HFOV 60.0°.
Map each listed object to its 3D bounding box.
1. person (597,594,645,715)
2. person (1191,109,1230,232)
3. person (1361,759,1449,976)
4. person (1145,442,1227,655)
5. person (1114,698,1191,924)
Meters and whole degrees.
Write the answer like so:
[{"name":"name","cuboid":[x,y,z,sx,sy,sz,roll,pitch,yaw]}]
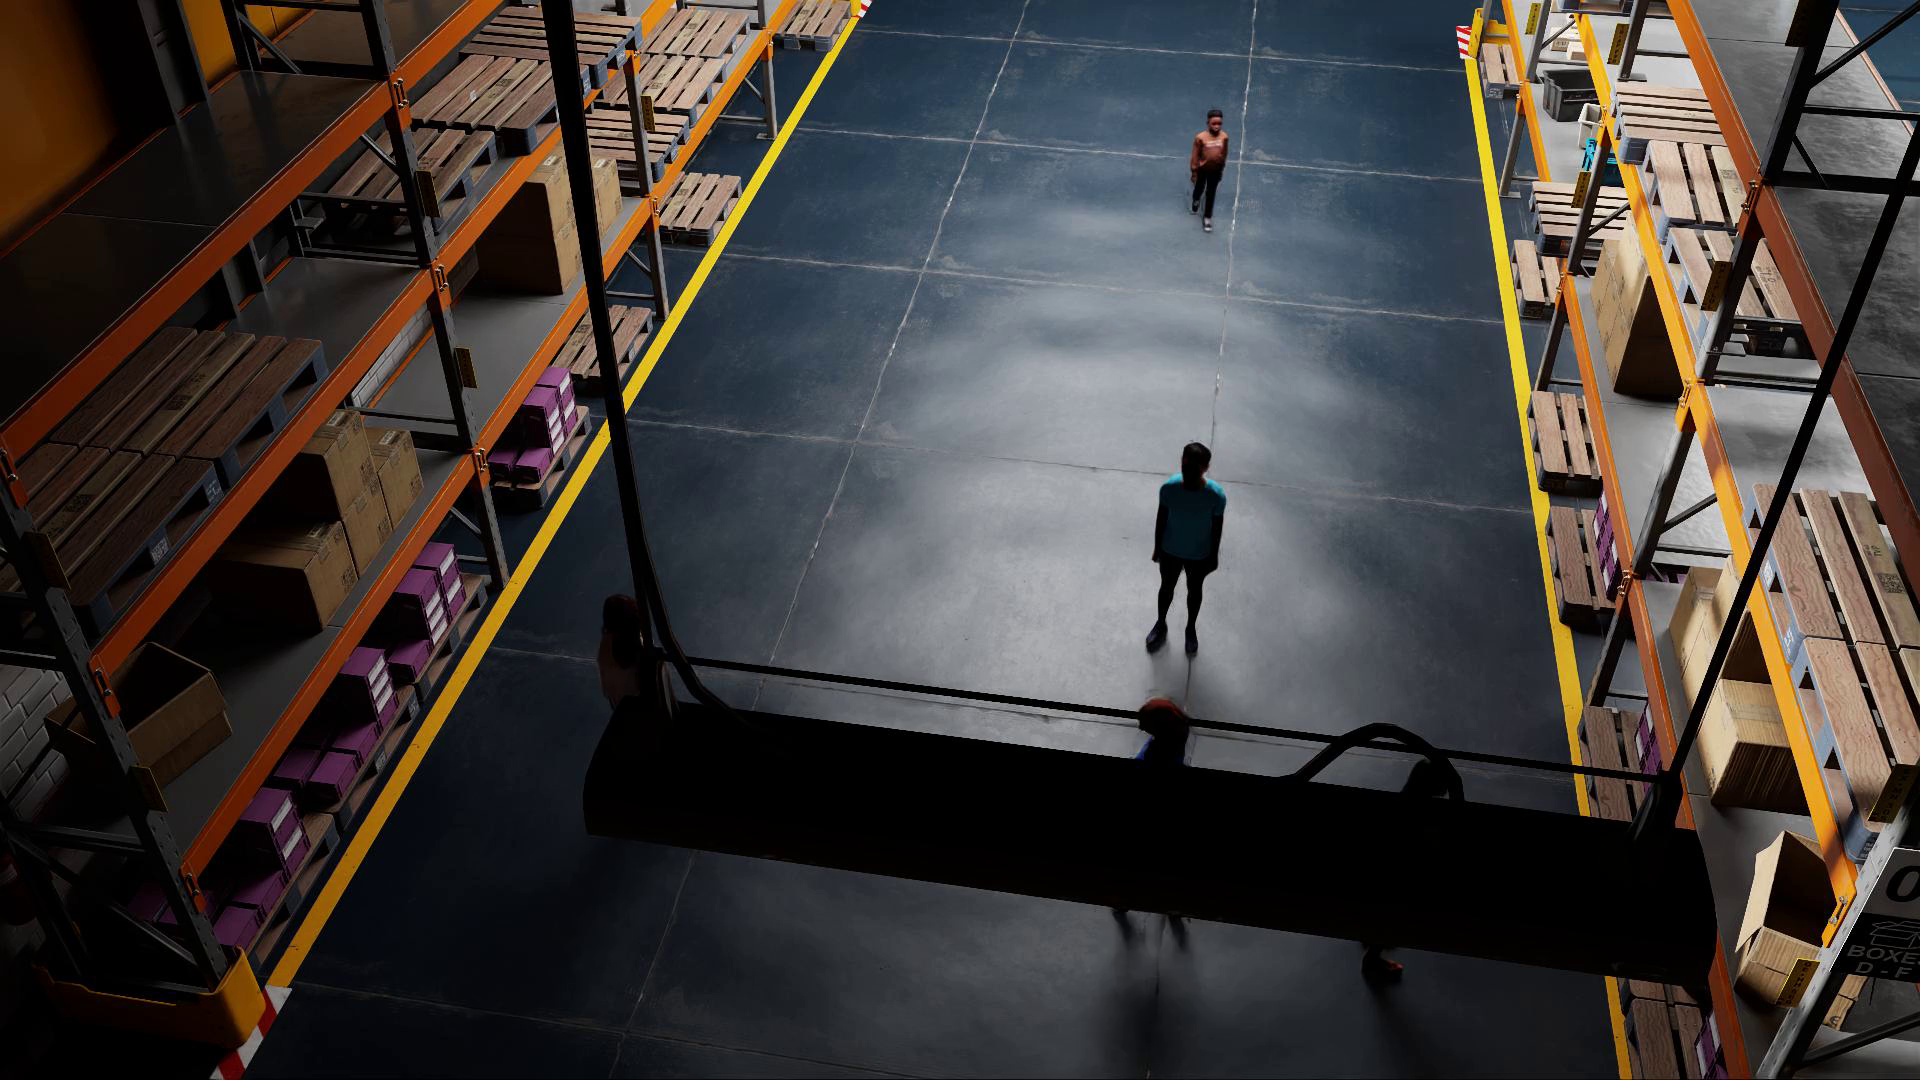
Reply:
[{"name":"person","cuboid":[-1.995,0.994,10.531,0.872,1.779,1.010,29,47,31]},{"name":"person","cuboid":[2.524,-3.817,16.981,0.644,1.247,0.793,-4,39,-5]},{"name":"person","cuboid":[2.537,1.853,9.567,0.716,1.640,0.467,4,39,5]},{"name":"person","cuboid":[1.597,0.048,11.720,0.646,1.774,0.546,12,40,14]},{"name":"person","cuboid":[1.152,1.582,9.765,0.810,1.818,0.858,-26,45,-28]}]
